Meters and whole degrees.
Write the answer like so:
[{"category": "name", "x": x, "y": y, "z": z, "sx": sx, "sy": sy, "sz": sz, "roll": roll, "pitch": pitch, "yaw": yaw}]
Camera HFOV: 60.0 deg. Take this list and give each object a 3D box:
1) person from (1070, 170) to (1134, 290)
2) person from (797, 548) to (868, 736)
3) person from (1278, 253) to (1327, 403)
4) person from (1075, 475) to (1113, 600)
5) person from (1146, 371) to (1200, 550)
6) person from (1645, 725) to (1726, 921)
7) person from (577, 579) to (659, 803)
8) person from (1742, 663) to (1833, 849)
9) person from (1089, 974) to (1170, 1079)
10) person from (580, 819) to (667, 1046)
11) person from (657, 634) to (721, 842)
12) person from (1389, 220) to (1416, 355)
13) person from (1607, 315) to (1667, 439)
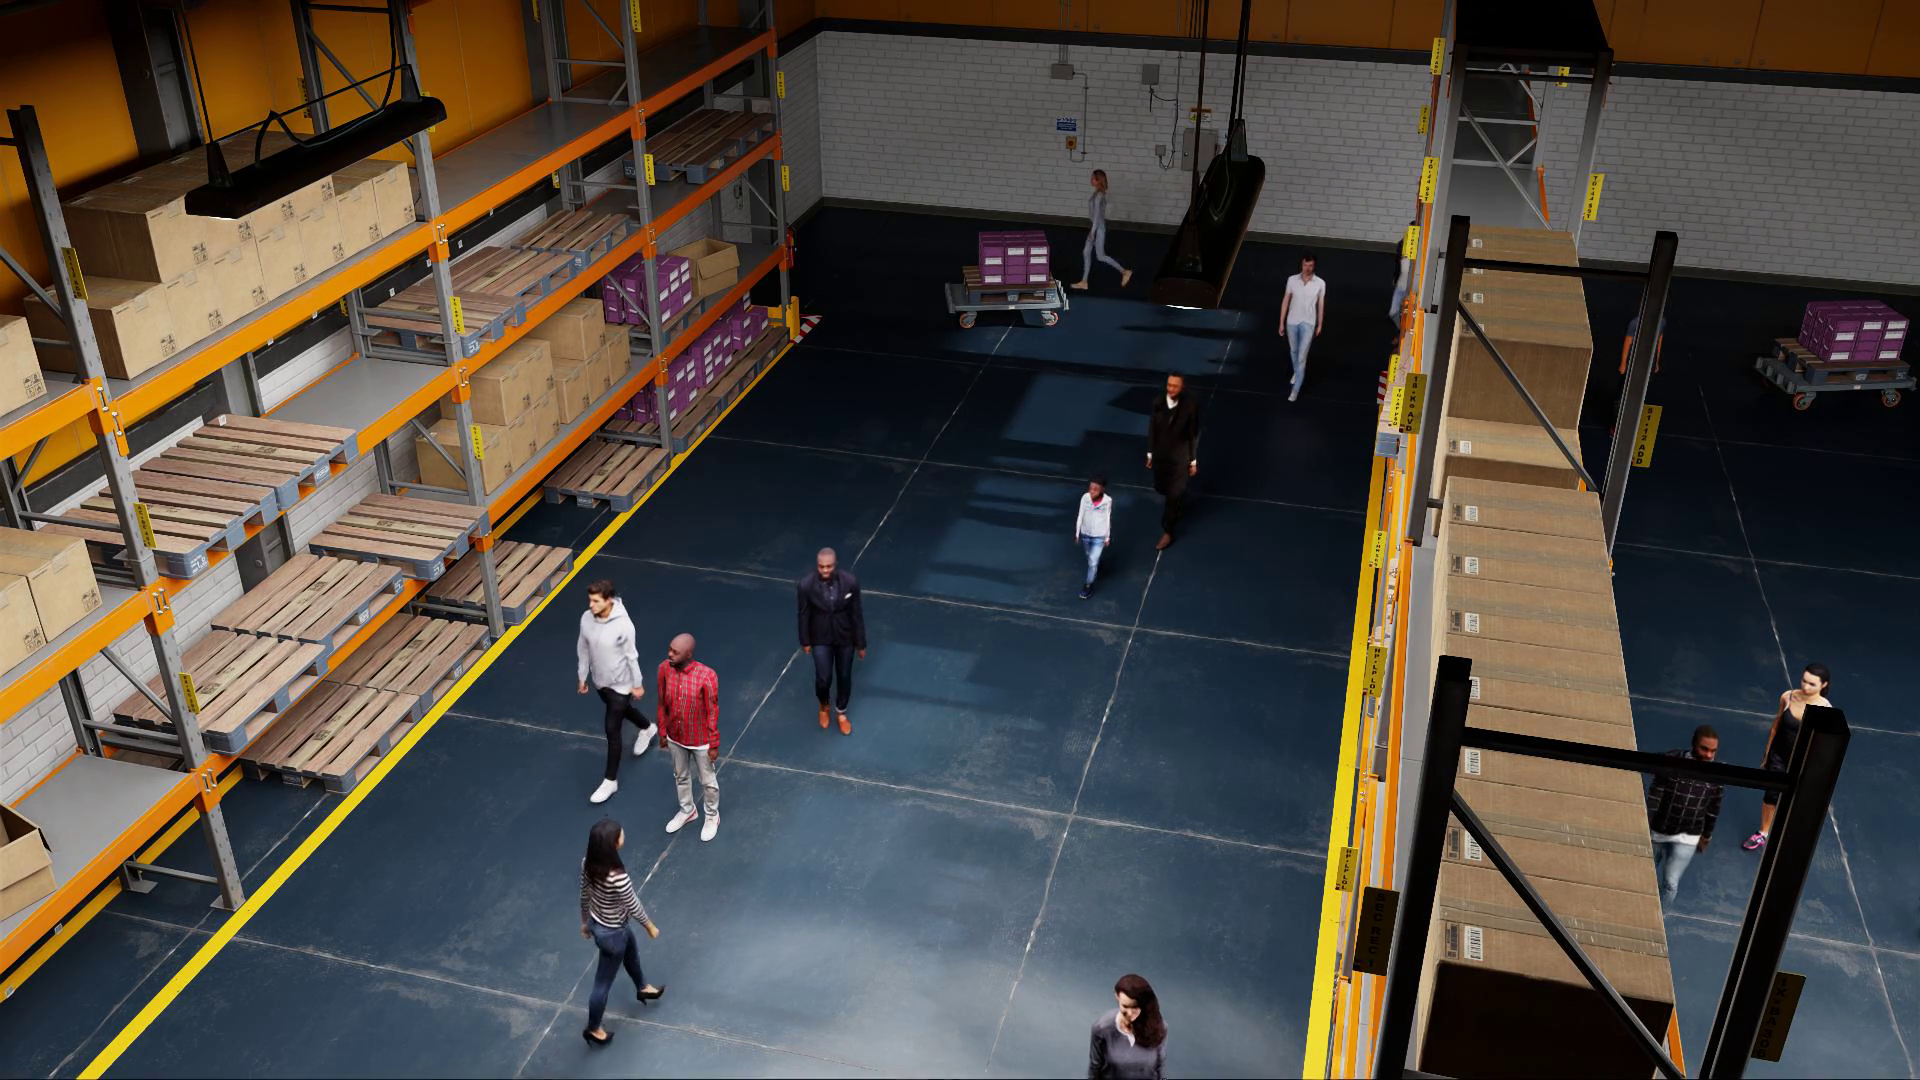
[{"category": "person", "x": 2.056, "y": -4.407, "z": 23.803, "sx": 0.784, "sy": 1.768, "sz": 1.094, "roll": 3, "pitch": 29, "yaw": 6}, {"category": "person", "x": -1.093, "y": 0.811, "z": 14.197, "sx": 0.830, "sy": 1.804, "sz": 0.836, "roll": -6, "pitch": 29, "yaw": -11}, {"category": "person", "x": 4.241, "y": -2.687, "z": 20.611, "sx": 0.804, "sy": 1.805, "sz": 1.247, "roll": 13, "pitch": 31, "yaw": 22}, {"category": "person", "x": 1.355, "y": -0.097, "z": 16.445, "sx": 0.621, "sy": 1.247, "sz": 0.913, "roll": 15, "pitch": 32, "yaw": 26}, {"category": "person", "x": 2.238, "y": -0.894, "z": 17.243, "sx": 0.921, "sy": 1.881, "sz": 1.230, "roll": 16, "pitch": 33, "yaw": 27}, {"category": "person", "x": 5.132, "y": 2.031, "z": 11.972, "sx": 0.710, "sy": 1.795, "sz": 1.032, "roll": 10, "pitch": 30, "yaw": 17}, {"category": "person", "x": -2.770, "y": 1.105, "z": 13.573, "sx": 0.874, "sy": 1.888, "sz": 1.308, "roll": 14, "pitch": 32, "yaw": 24}, {"category": "person", "x": 6.363, "y": 1.679, "z": 12.691, "sx": 0.683, "sy": 1.724, "sz": 0.650, "roll": -23, "pitch": 36, "yaw": -36}, {"category": "person", "x": 0.982, "y": 3.228, "z": 9.809, "sx": 0.672, "sy": 1.765, "sz": 0.630, "roll": -2, "pitch": 29, "yaw": -4}, {"category": "person", "x": -2.367, "y": 2.641, "z": 10.890, "sx": 0.880, "sy": 1.760, "sz": 1.024, "roll": 25, "pitch": 37, "yaw": 38}, {"category": "person", "x": -2.094, "y": 1.494, "z": 12.932, "sx": 0.687, "sy": 1.817, "sz": 0.585, "roll": 10, "pitch": 30, "yaw": 18}, {"category": "person", "x": 5.925, "y": -3.339, "z": 21.793, "sx": 0.873, "sy": 1.818, "sz": 0.824, "roll": -25, "pitch": 37, "yaw": -37}, {"category": "person", "x": 7.941, "y": -2.066, "z": 19.468, "sx": 0.734, "sy": 1.809, "sz": 0.713, "roll": -7, "pitch": 29, "yaw": -12}]
